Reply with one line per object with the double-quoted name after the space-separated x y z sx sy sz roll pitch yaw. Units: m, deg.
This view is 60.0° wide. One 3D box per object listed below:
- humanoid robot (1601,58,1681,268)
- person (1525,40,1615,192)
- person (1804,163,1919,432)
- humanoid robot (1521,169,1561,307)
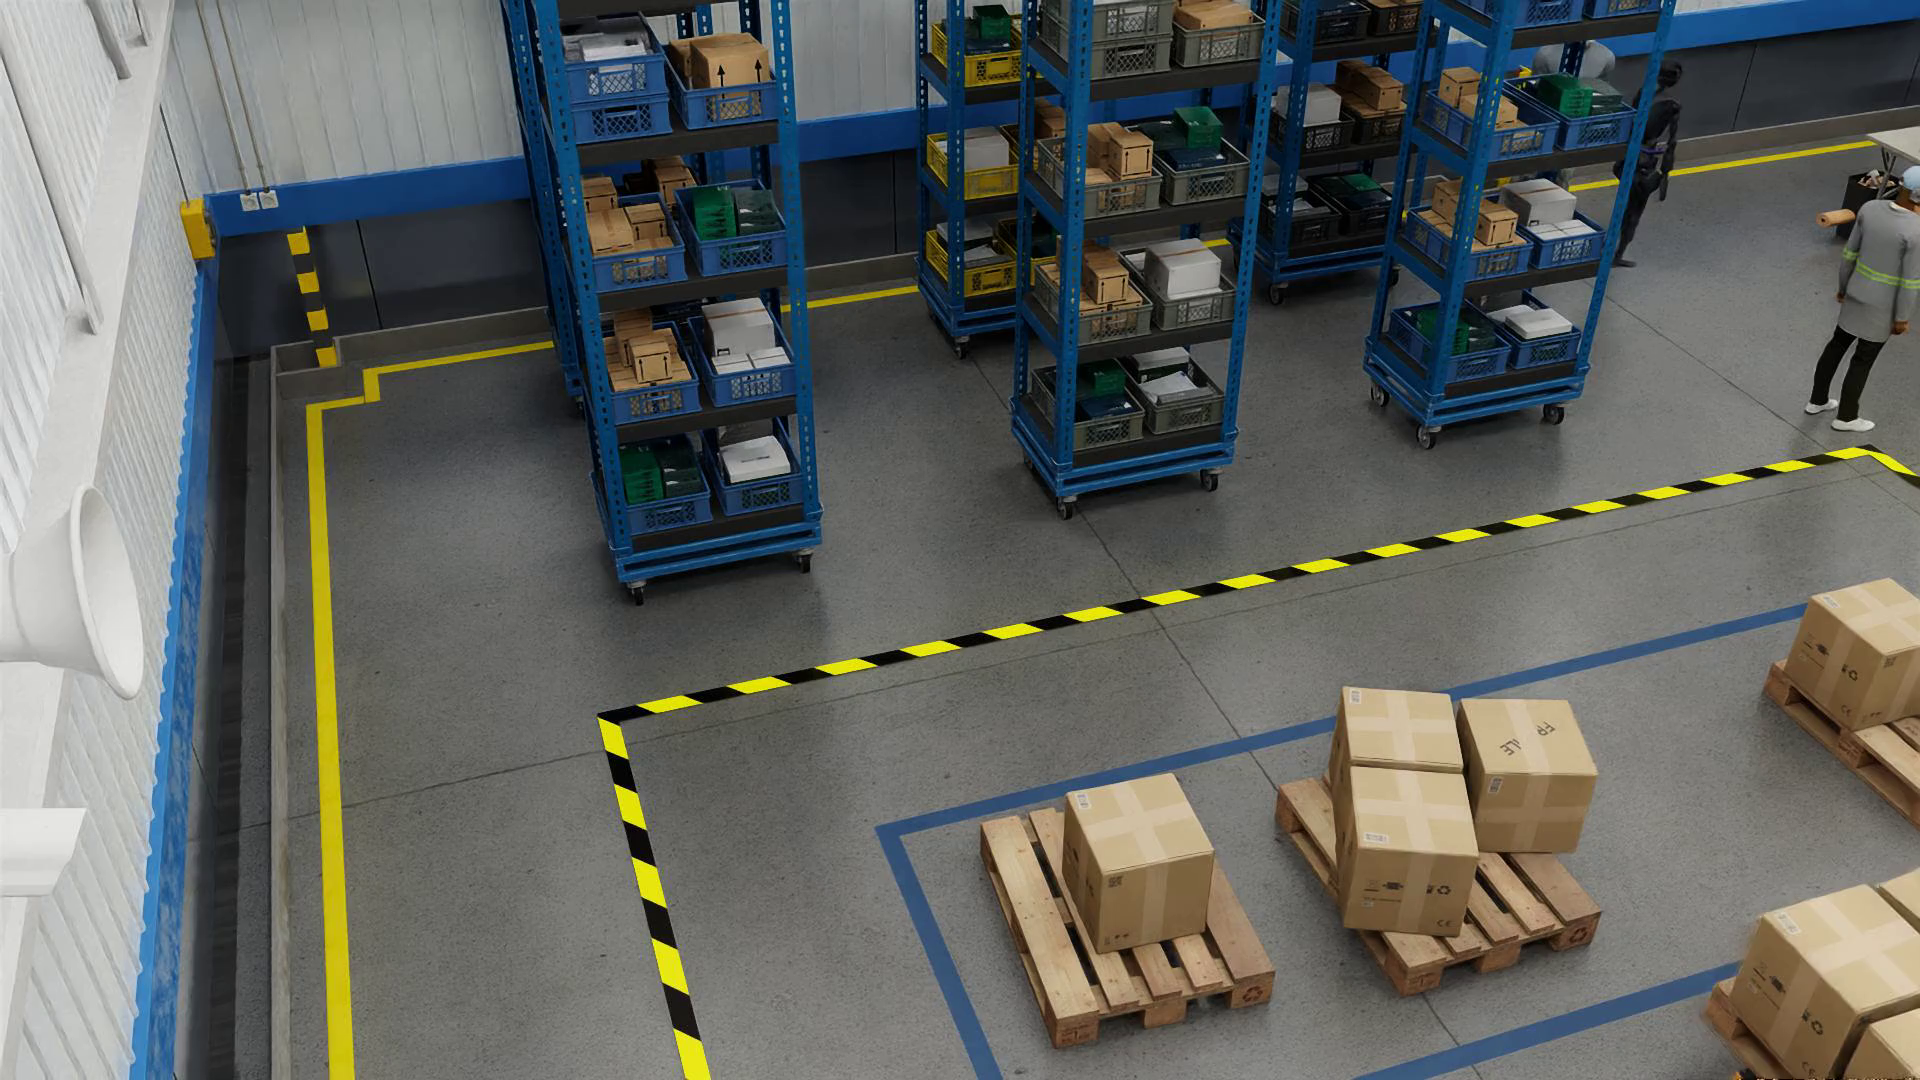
5.331 -2.934 13.000 0.331 1.658 0.587 -12 37 -17 "humanoid robot"
4.780 -3.275 13.251 0.634 1.938 0.363 3 35 5 "person"
6.029 -1.591 10.941 0.396 1.849 0.587 -11 37 -15 "person"
3.918 -2.038 11.760 0.708 1.631 0.607 8 36 11 "humanoid robot"
